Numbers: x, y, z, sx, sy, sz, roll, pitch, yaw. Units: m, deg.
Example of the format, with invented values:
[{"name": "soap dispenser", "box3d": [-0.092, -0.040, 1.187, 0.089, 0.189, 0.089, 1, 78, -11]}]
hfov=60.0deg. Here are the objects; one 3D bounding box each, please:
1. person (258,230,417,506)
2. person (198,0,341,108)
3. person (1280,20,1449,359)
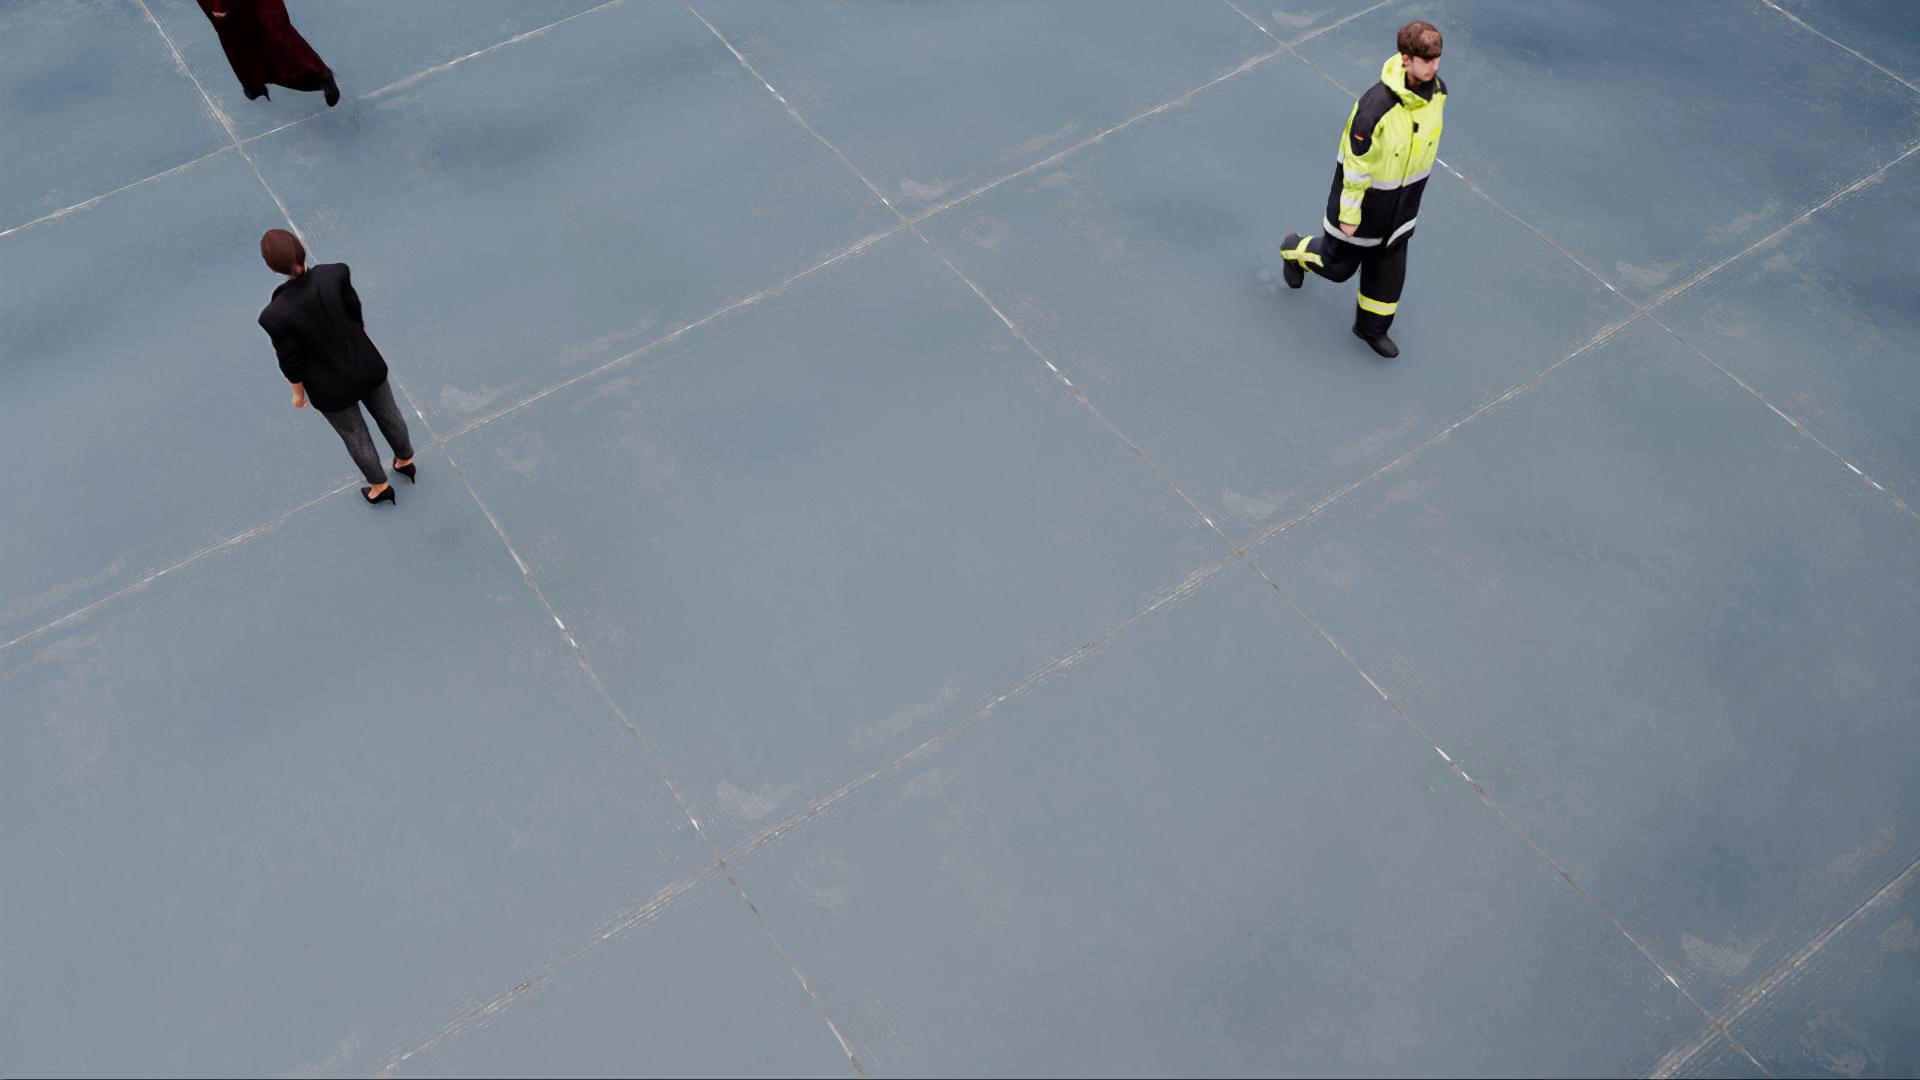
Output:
[{"name": "person", "box3d": [-2.946, -0.799, 7.943, 0.676, 1.721, 0.705, 31, 58, 22]}, {"name": "person", "box3d": [-4.186, -3.247, 9.834, 1.118, 1.728, 0.900, 27, 57, 20]}, {"name": "person", "box3d": [2.104, -1.845, 8.603, 0.814, 1.959, 1.111, -26, 57, -19]}]
